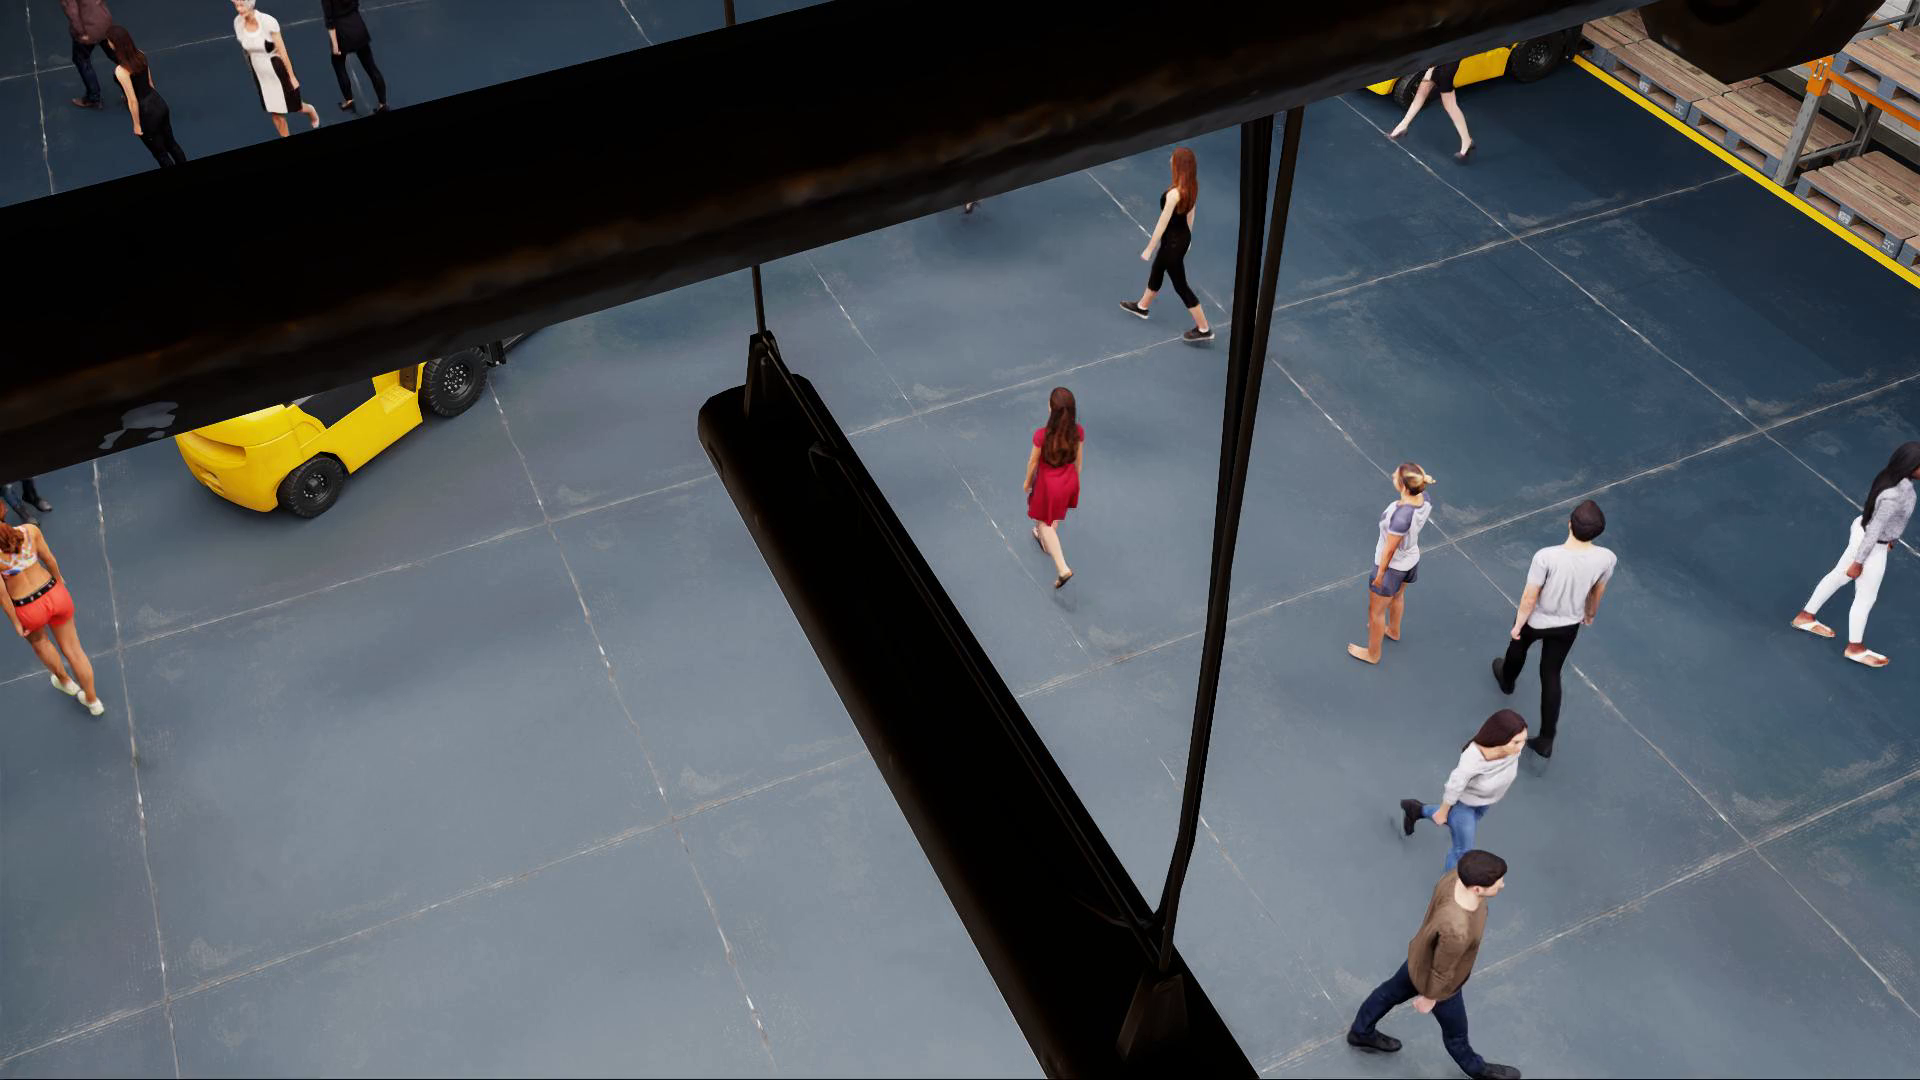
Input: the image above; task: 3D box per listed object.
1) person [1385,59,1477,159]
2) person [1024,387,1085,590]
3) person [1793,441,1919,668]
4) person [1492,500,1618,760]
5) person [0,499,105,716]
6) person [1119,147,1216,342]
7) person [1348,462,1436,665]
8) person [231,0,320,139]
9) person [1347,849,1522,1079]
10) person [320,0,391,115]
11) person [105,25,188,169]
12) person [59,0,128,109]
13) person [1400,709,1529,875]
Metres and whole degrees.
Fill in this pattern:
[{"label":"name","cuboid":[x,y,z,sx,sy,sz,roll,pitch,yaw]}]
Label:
[{"label":"person","cuboid":[4.606,-4.356,15.507,1.193,1.757,1.063,19,47,19]},{"label":"person","cuboid":[0.672,-0.356,11.471,0.561,1.532,0.954,-15,46,-16]},{"label":"person","cuboid":[5.903,0.021,10.946,0.981,1.710,0.876,24,48,23]},{"label":"person","cuboid":[3.678,0.563,10.289,1.045,1.832,1.297,1,44,1]},{"label":"person","cuboid":[-5.728,0.453,10.447,0.856,1.774,0.752,30,51,28]},{"label":"person","cuboid":[1.811,-2.338,13.437,1.186,1.690,1.028,21,47,21]},{"label":"person","cuboid":[2.856,0.143,10.883,0.646,1.620,0.637,30,51,28]},{"label":"person","cuboid":[-6.370,-4.379,15.547,0.895,1.735,1.006,7,44,7]},{"label":"person","cuboid":[2.382,2.182,8.588,1.163,1.834,1.163,10,44,10]},{"label":"person","cuboid":[-5.845,-4.831,16.094,0.958,1.634,0.877,24,49,23]},{"label":"person","cuboid":[-7.330,-3.848,15.024,0.738,1.687,0.636,5,44,5]},{"label":"person","cuboid":[-8.372,-5.029,16.171,1.087,1.816,1.064,6,44,6]},{"label":"person","cuboid":[2.859,1.433,9.542,0.675,1.603,0.992,-22,48,-21]}]
